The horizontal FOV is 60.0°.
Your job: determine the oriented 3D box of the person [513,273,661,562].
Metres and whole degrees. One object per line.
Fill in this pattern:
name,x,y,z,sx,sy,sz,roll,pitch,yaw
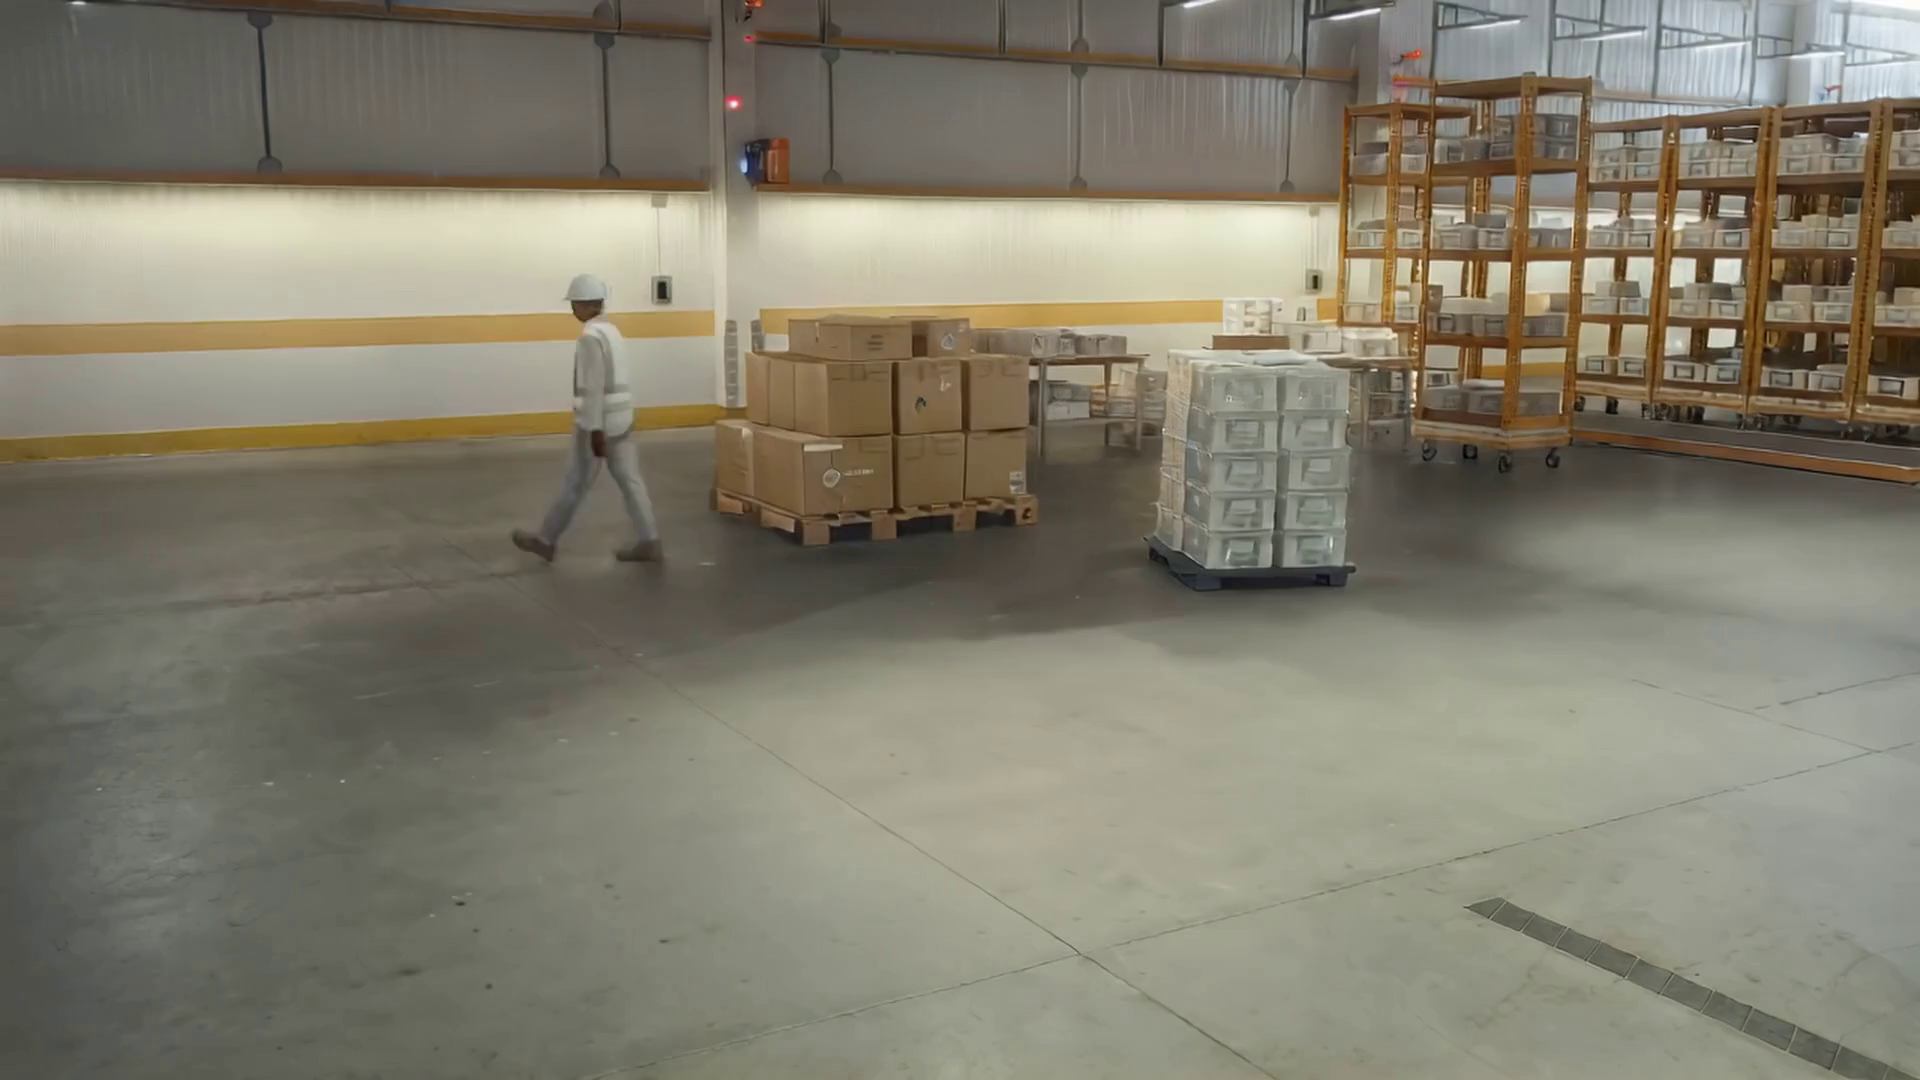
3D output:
person,-2.431,-0.784,10.897,1.001,1.889,0.637,1,10,7
